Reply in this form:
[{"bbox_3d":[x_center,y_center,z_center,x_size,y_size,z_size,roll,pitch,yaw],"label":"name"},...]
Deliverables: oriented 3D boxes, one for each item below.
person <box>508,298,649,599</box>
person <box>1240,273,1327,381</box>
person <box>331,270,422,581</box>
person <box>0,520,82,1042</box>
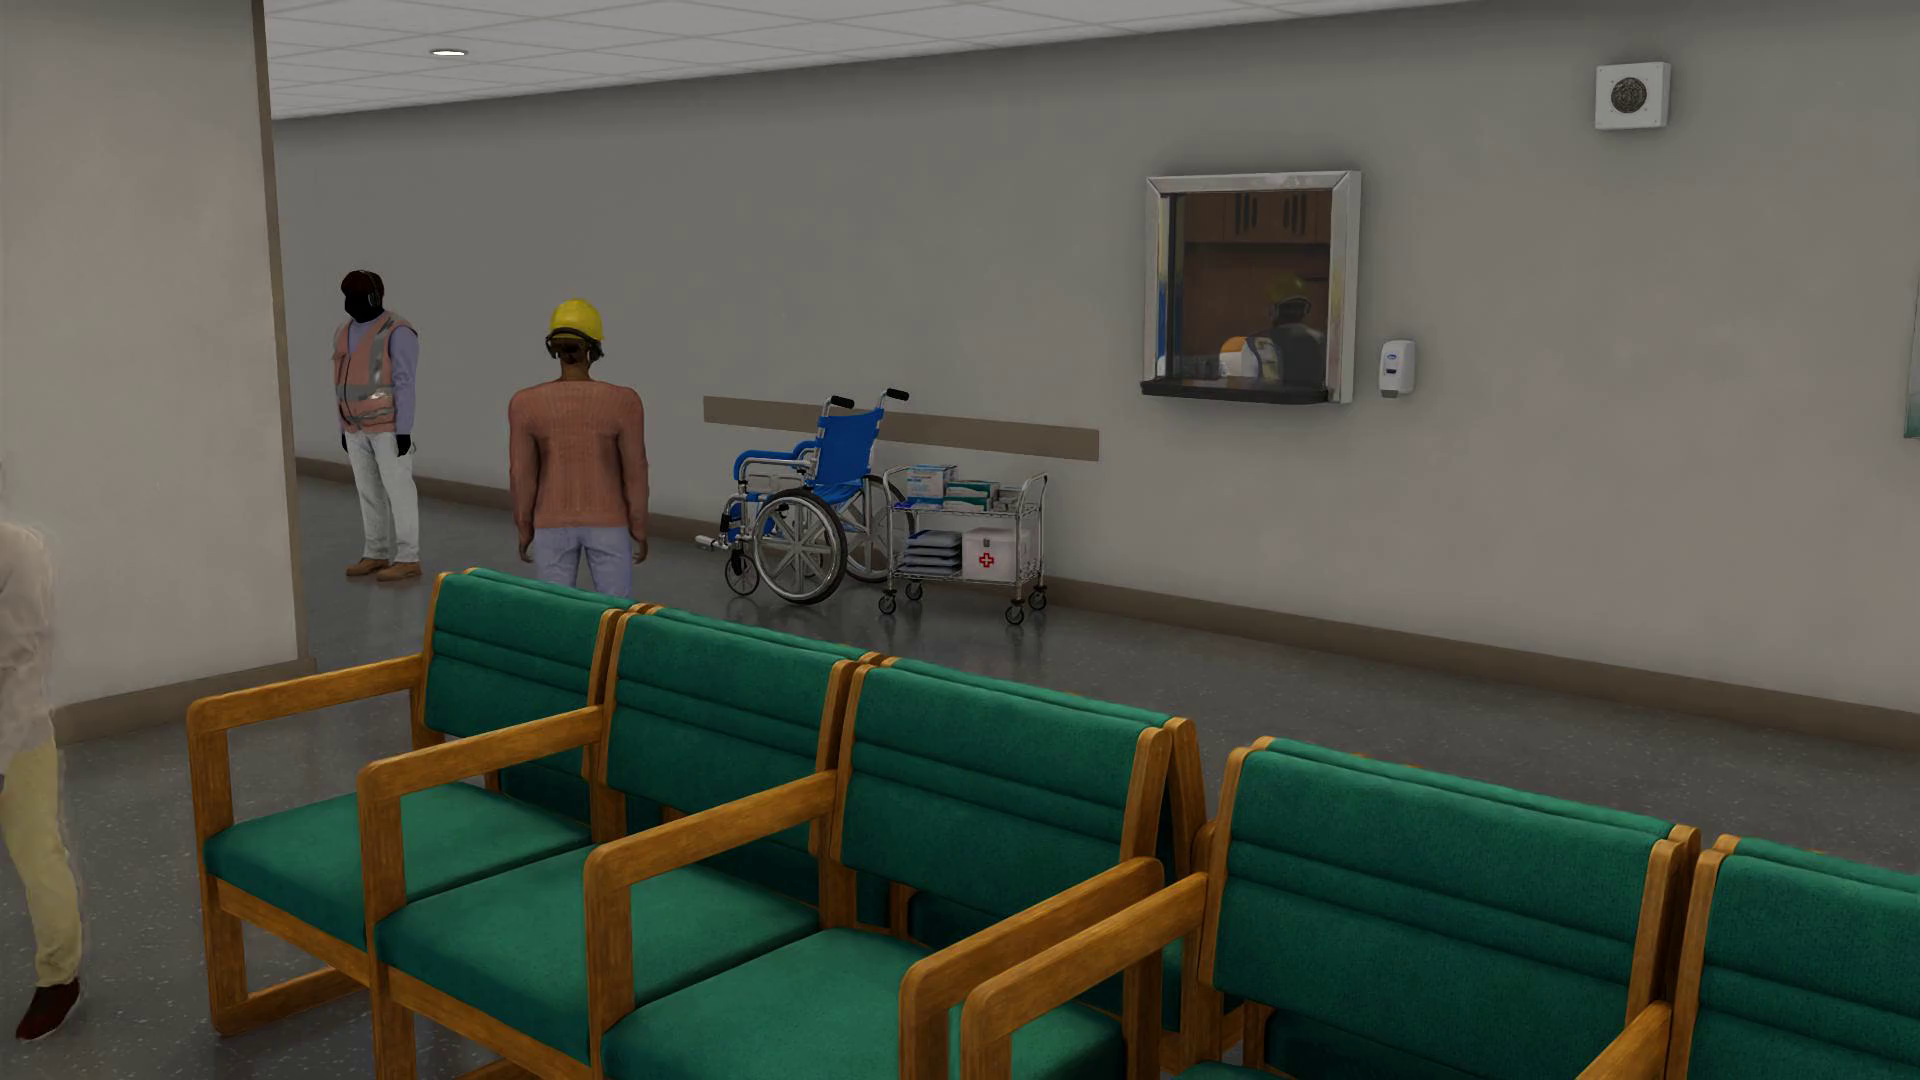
[{"bbox_3d":[-1.467,-0.045,6.455,0.527,1.768,0.331,-1,10,-4],"label":"person"},{"bbox_3d":[1.815,-0.566,9.264,0.595,1.824,0.404,-2,10,-11],"label":"person"},{"bbox_3d":[-3.465,-0.672,9.849,0.619,1.836,0.431,6,11,29],"label":"person"},{"bbox_3d":[-2.332,0.502,3.831,0.496,1.582,0.855,0,10,-2],"label":"person"}]
